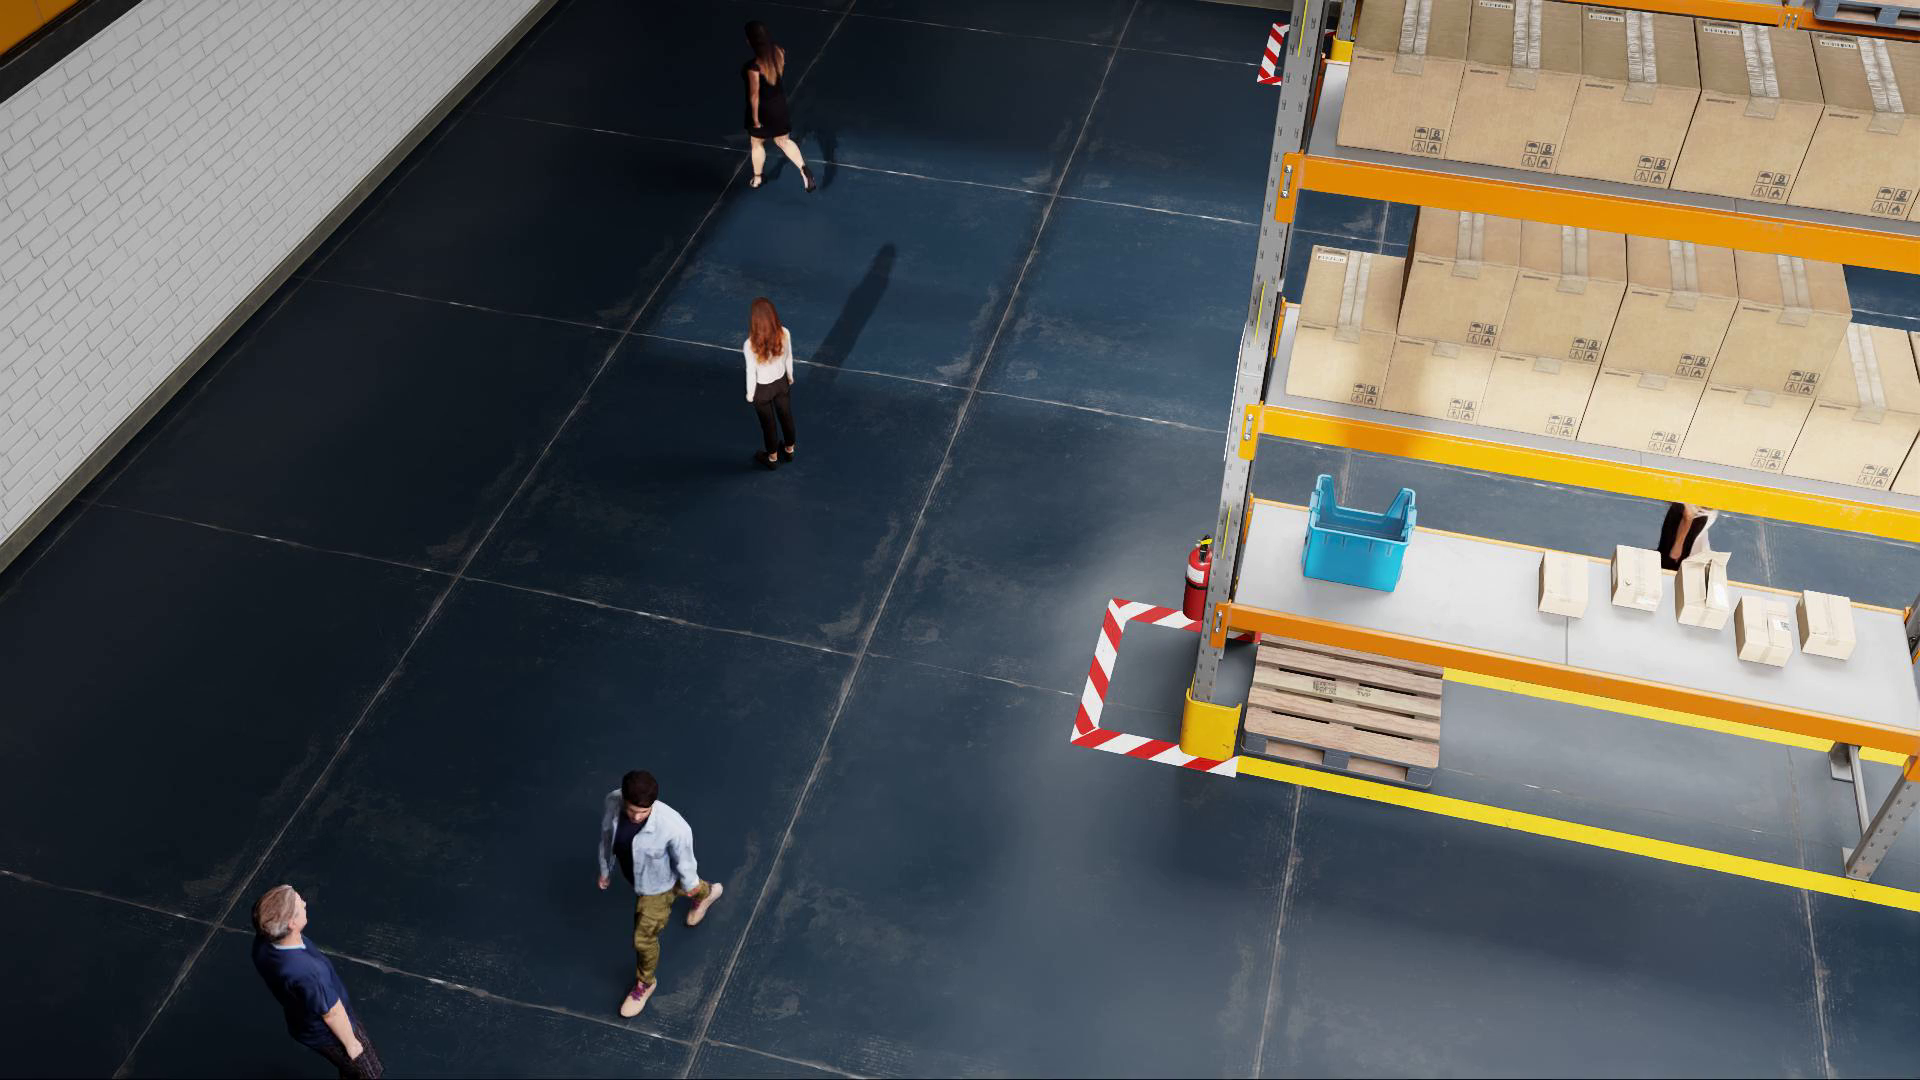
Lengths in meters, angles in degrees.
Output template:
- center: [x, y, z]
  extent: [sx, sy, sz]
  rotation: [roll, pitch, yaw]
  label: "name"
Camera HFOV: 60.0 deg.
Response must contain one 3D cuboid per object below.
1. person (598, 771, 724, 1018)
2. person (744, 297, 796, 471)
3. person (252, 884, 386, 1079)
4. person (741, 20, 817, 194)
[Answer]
- center: [-1.613, 1.741, 8.979]
  extent: [1.203, 1.773, 1.052]
  rotation: [30, 51, 28]
  label: "person"
- center: [-1.387, -1.147, 12.220]
  extent: [0.613, 1.485, 0.660]
  rotation: [-26, 49, -25]
  label: "person"
- center: [-3.205, 2.434, 8.202]
  extent: [0.980, 1.841, 0.958]
  rotation: [-32, 52, -29]
  label: "person"
- center: [-1.644, -3.813, 14.868]
  extent: [1.086, 1.691, 0.893]
  rotation: [28, 50, 26]
  label: "person"
